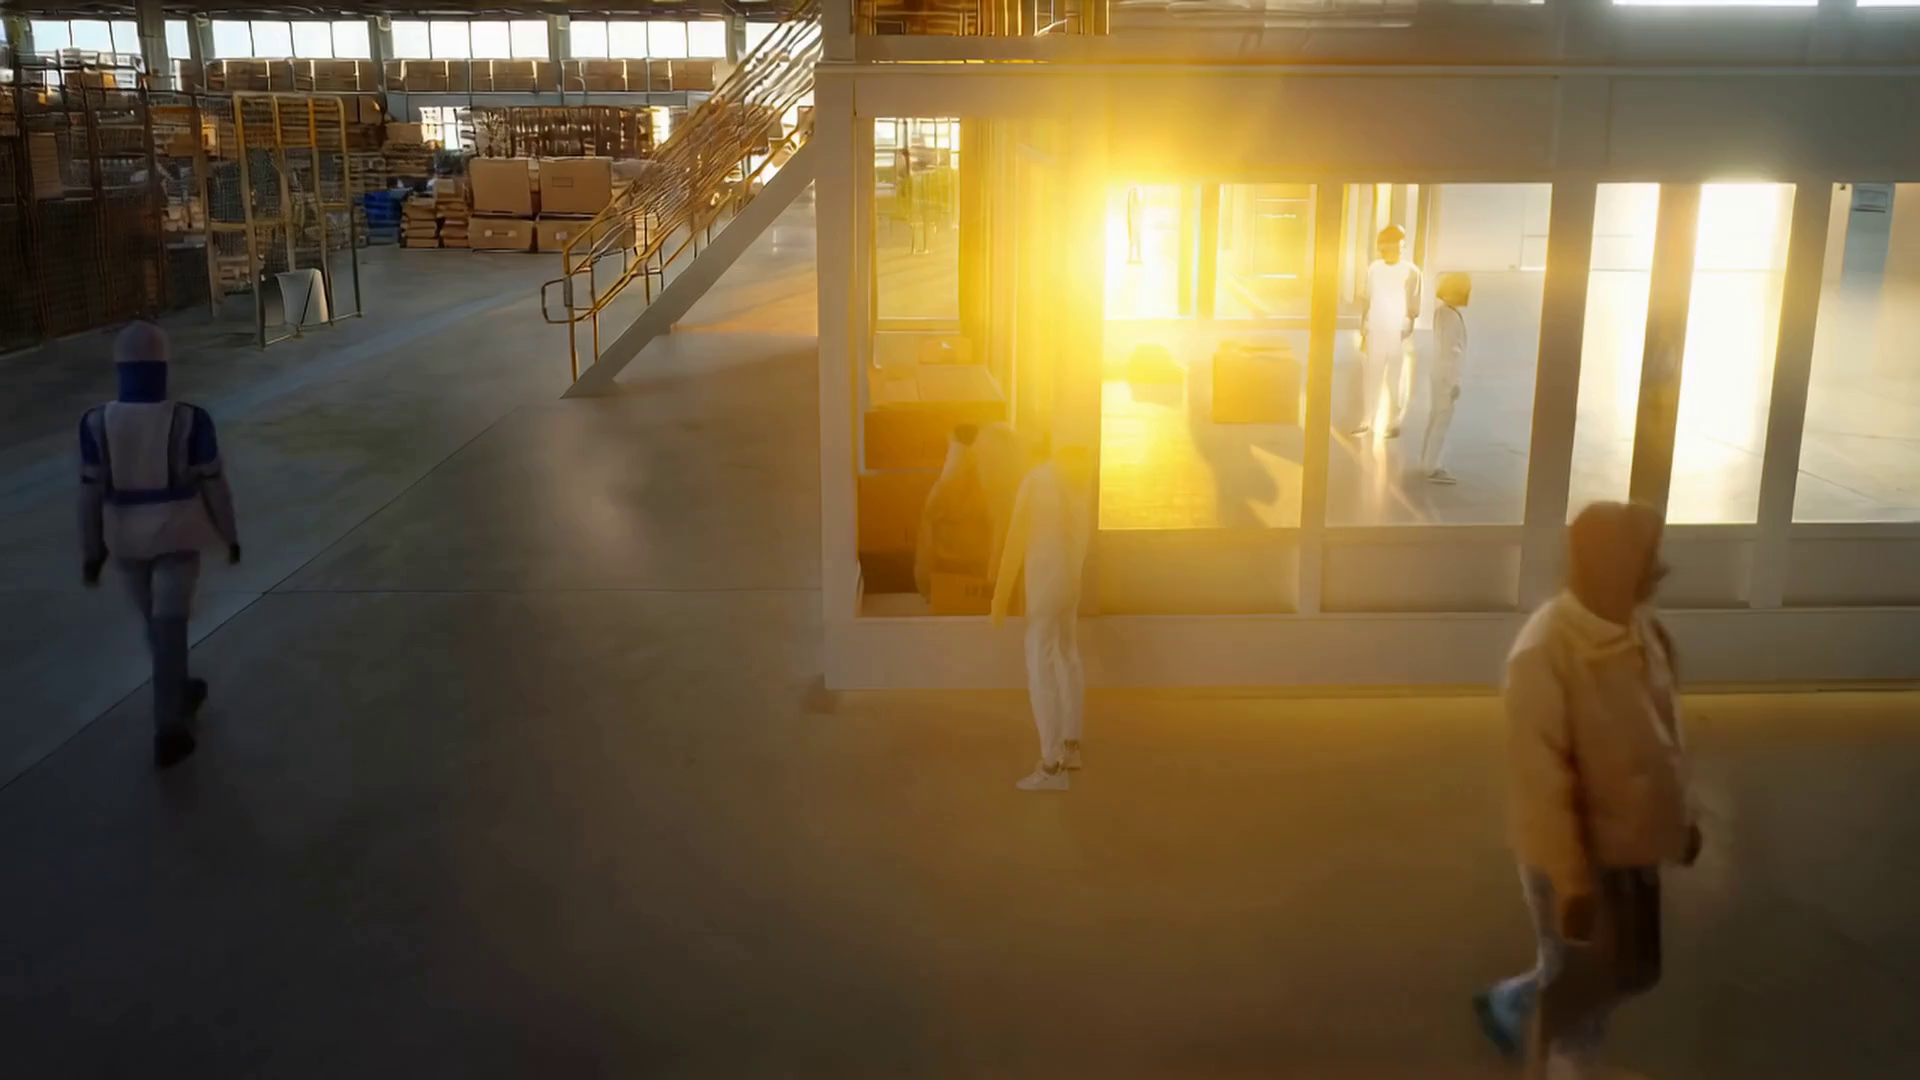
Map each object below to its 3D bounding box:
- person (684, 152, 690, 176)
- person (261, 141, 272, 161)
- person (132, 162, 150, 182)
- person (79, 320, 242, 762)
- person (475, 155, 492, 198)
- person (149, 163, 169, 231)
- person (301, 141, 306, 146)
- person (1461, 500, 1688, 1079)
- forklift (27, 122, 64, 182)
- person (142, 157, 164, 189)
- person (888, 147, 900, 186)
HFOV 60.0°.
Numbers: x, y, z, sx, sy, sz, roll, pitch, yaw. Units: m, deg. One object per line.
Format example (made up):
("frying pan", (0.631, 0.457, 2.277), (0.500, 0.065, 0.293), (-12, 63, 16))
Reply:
("person", (-10.639, -14.428, 65.259), (0.327, 1.769, 0.525), (-12, 19, -41))
("person", (-31.577, -17.159, 75.723), (0.610, 1.989, 0.392), (8, 16, 29))
("person", (-24.127, -10.300, 48.977), (0.549, 1.642, 0.858), (0, 14, 0))
("person", (-3.548, -0.035, 7.474), (0.573, 1.887, 0.977), (-1, 14, -5))
("person", (-11.136, -8.062, 39.297), (0.798, 2.013, 0.623), (5, 15, 20))
("person", (-15.570, -6.322, 32.394), (0.388, 1.996, 0.612), (-8, 16, -30))
("person", (-36.796, -21.437, 93.197), (0.917, 1.808, 0.628), (-6, 15, -24))
("person", (1.603, 0.780, 4.354), (0.631, 1.828, 0.520), (-13, 19, -41))
("forklift", (-35.376, -14.773, 64.377), (1.129, 2.768, 1.873), (-1, 14, -2))
("person", (-24.871, -10.917, 51.171), (0.612, 1.786, 0.912), (-1, 14, -3))
("person", (-3.100, -16.945, 75.083), (0.844, 1.873, 0.664), (3, 14, 10))
